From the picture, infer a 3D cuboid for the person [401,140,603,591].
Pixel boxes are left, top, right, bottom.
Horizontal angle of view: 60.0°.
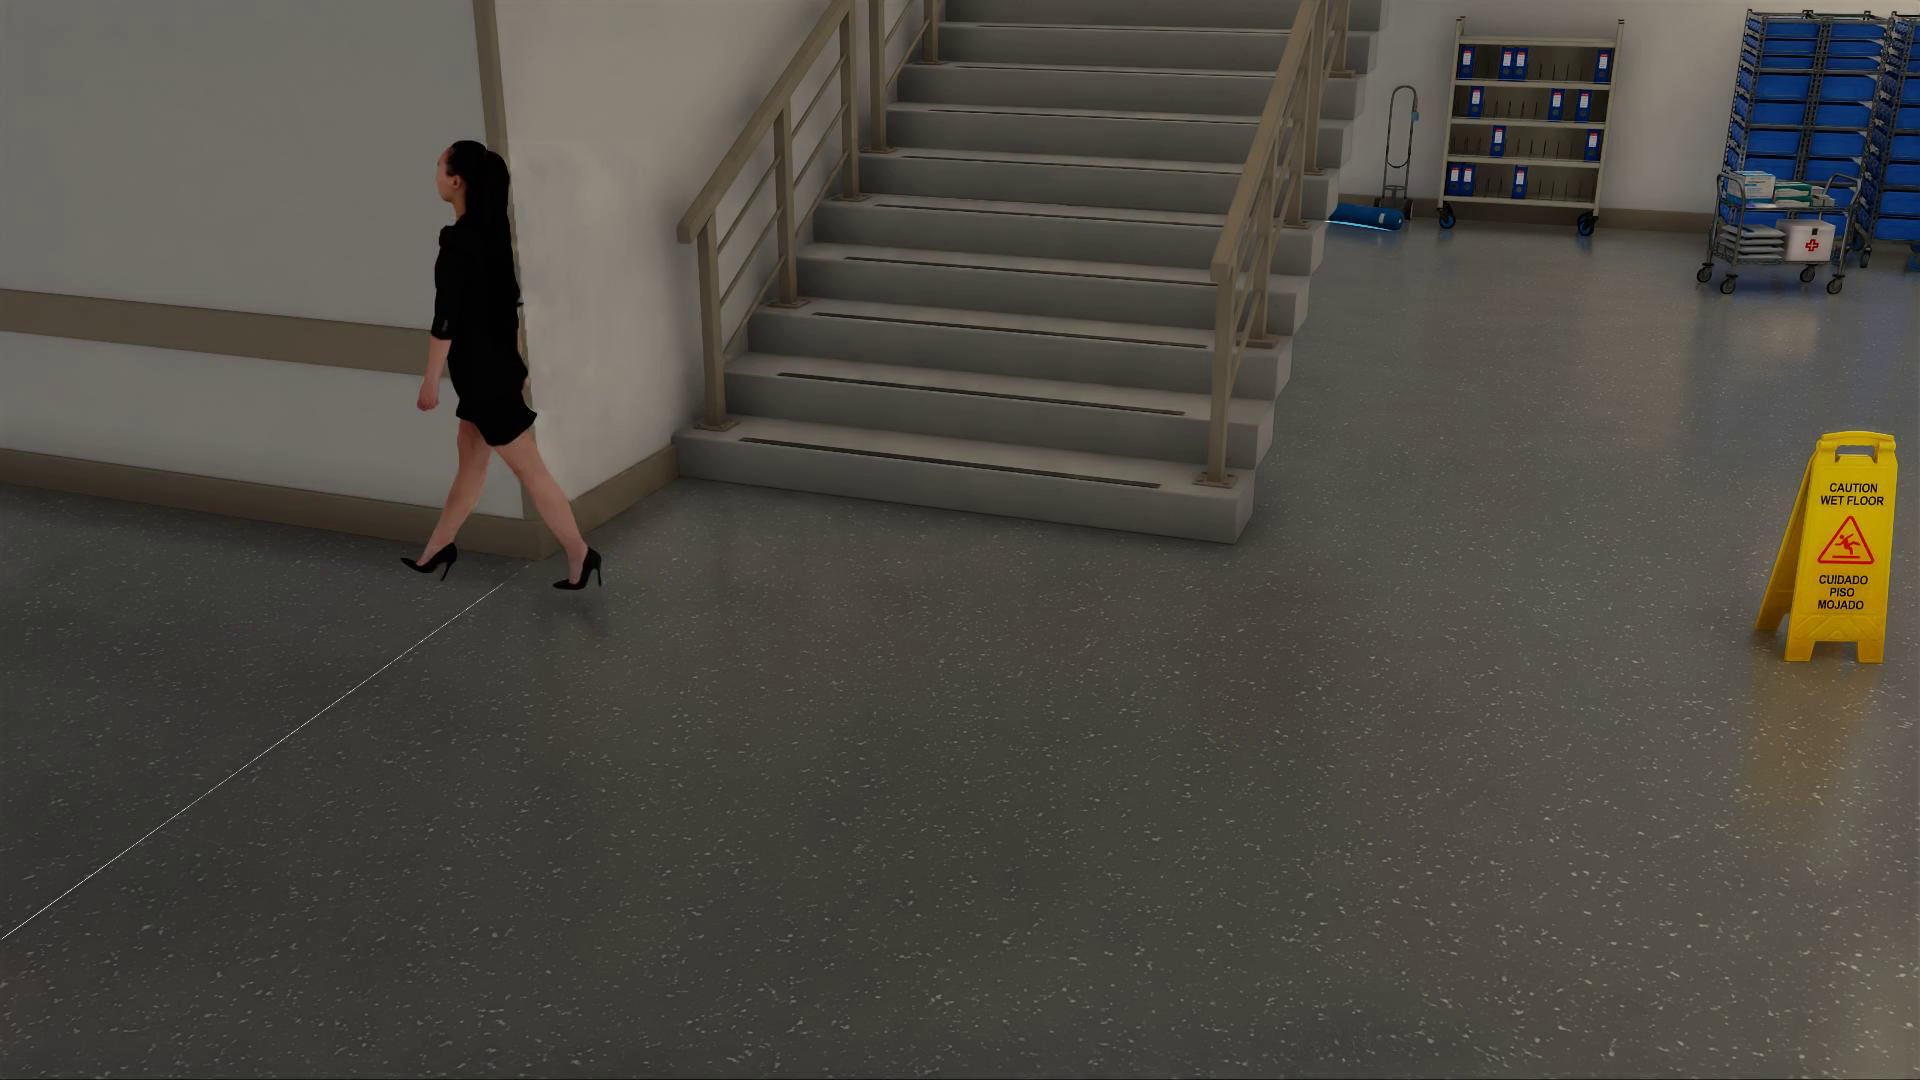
[{"bbox_3d":[-1.606,-0.549,5.995,0.839,1.647,1.026,2,21,5],"label":"person"}]
